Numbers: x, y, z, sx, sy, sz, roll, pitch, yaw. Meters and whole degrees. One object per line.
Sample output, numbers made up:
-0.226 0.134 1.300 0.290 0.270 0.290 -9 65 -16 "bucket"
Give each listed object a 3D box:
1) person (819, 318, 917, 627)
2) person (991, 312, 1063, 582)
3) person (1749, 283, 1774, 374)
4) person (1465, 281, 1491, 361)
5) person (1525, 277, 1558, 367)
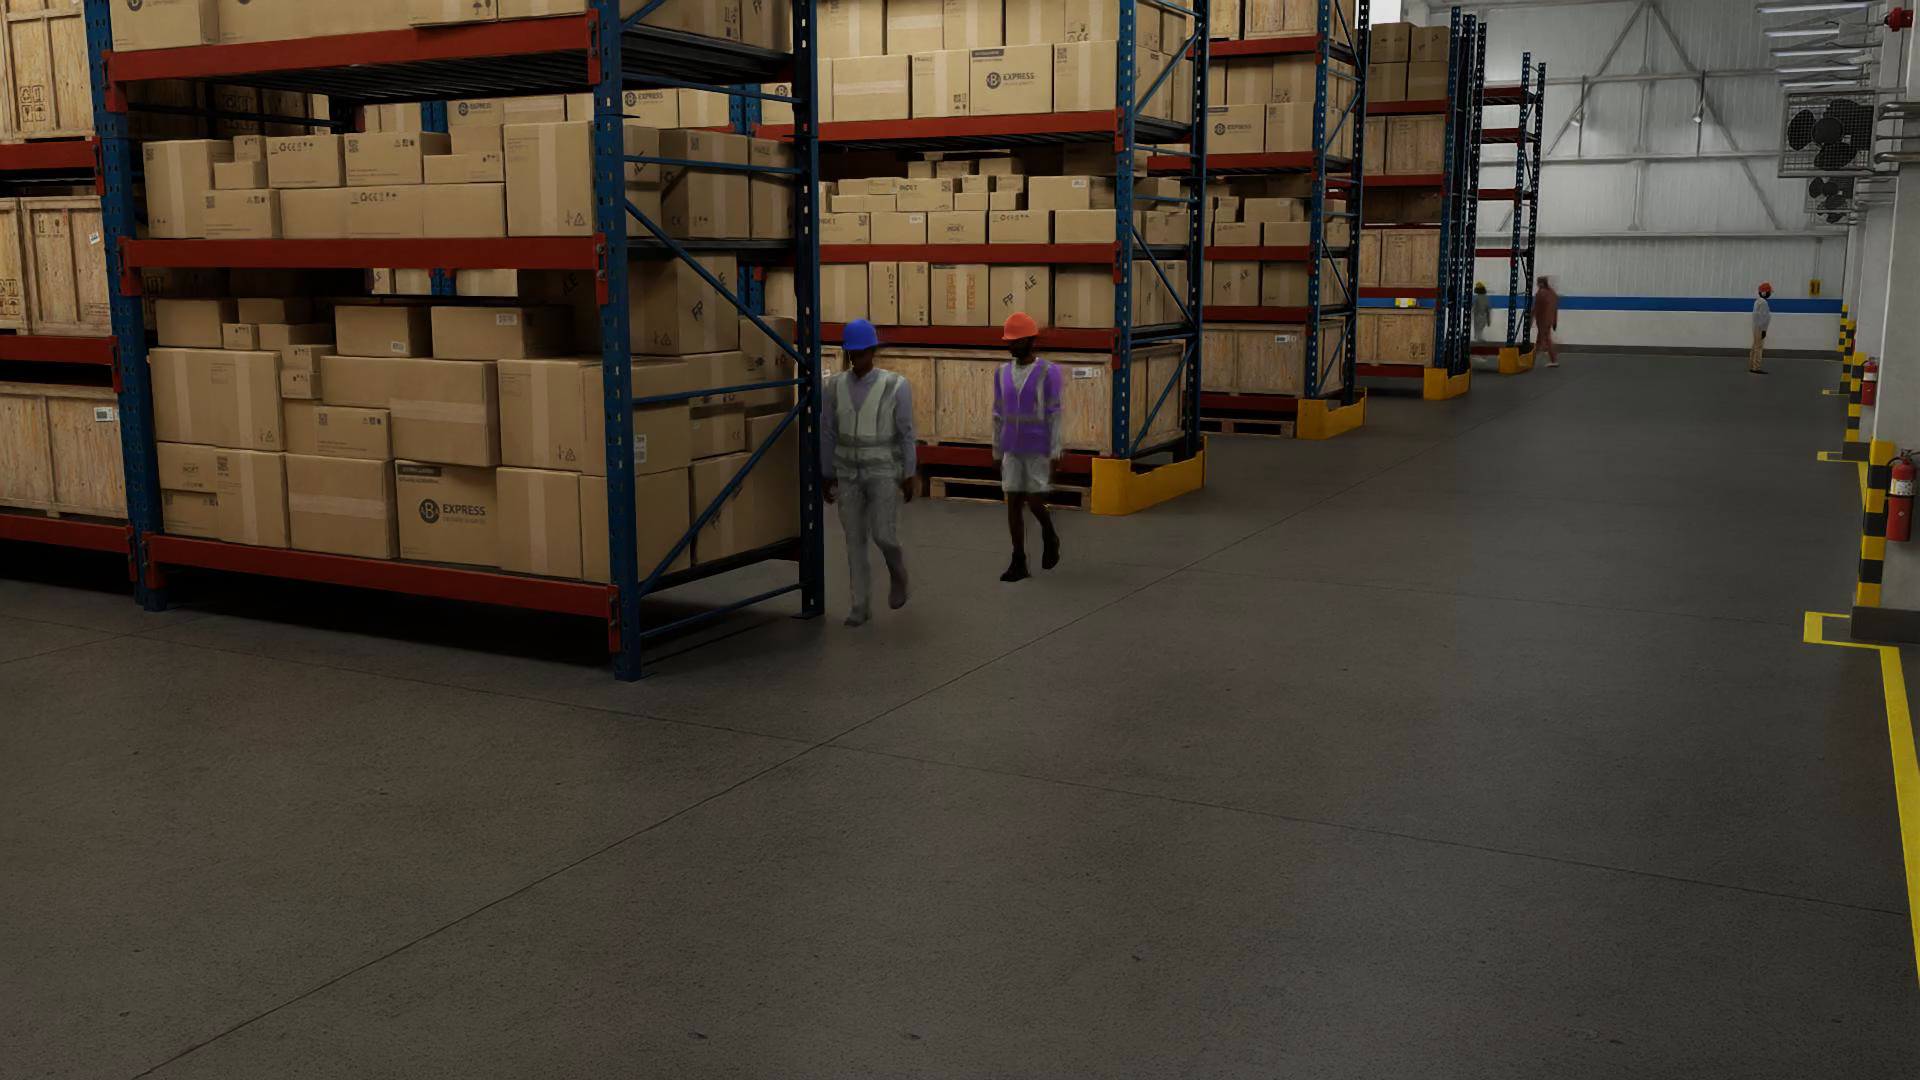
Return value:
-0.573 -0.427 10.453 0.615 1.935 0.533 4 10 21 "person"
0.487 -0.662 11.859 0.561 1.918 0.500 6 11 31 "person"
15.496 -4.084 32.148 0.330 1.751 0.565 2 10 12 "person"
11.189 -4.744 36.093 0.507 1.709 0.790 -6 12 -32 "person"
12.015 -4.498 34.305 0.635 1.843 1.005 -8 13 -39 "person"
